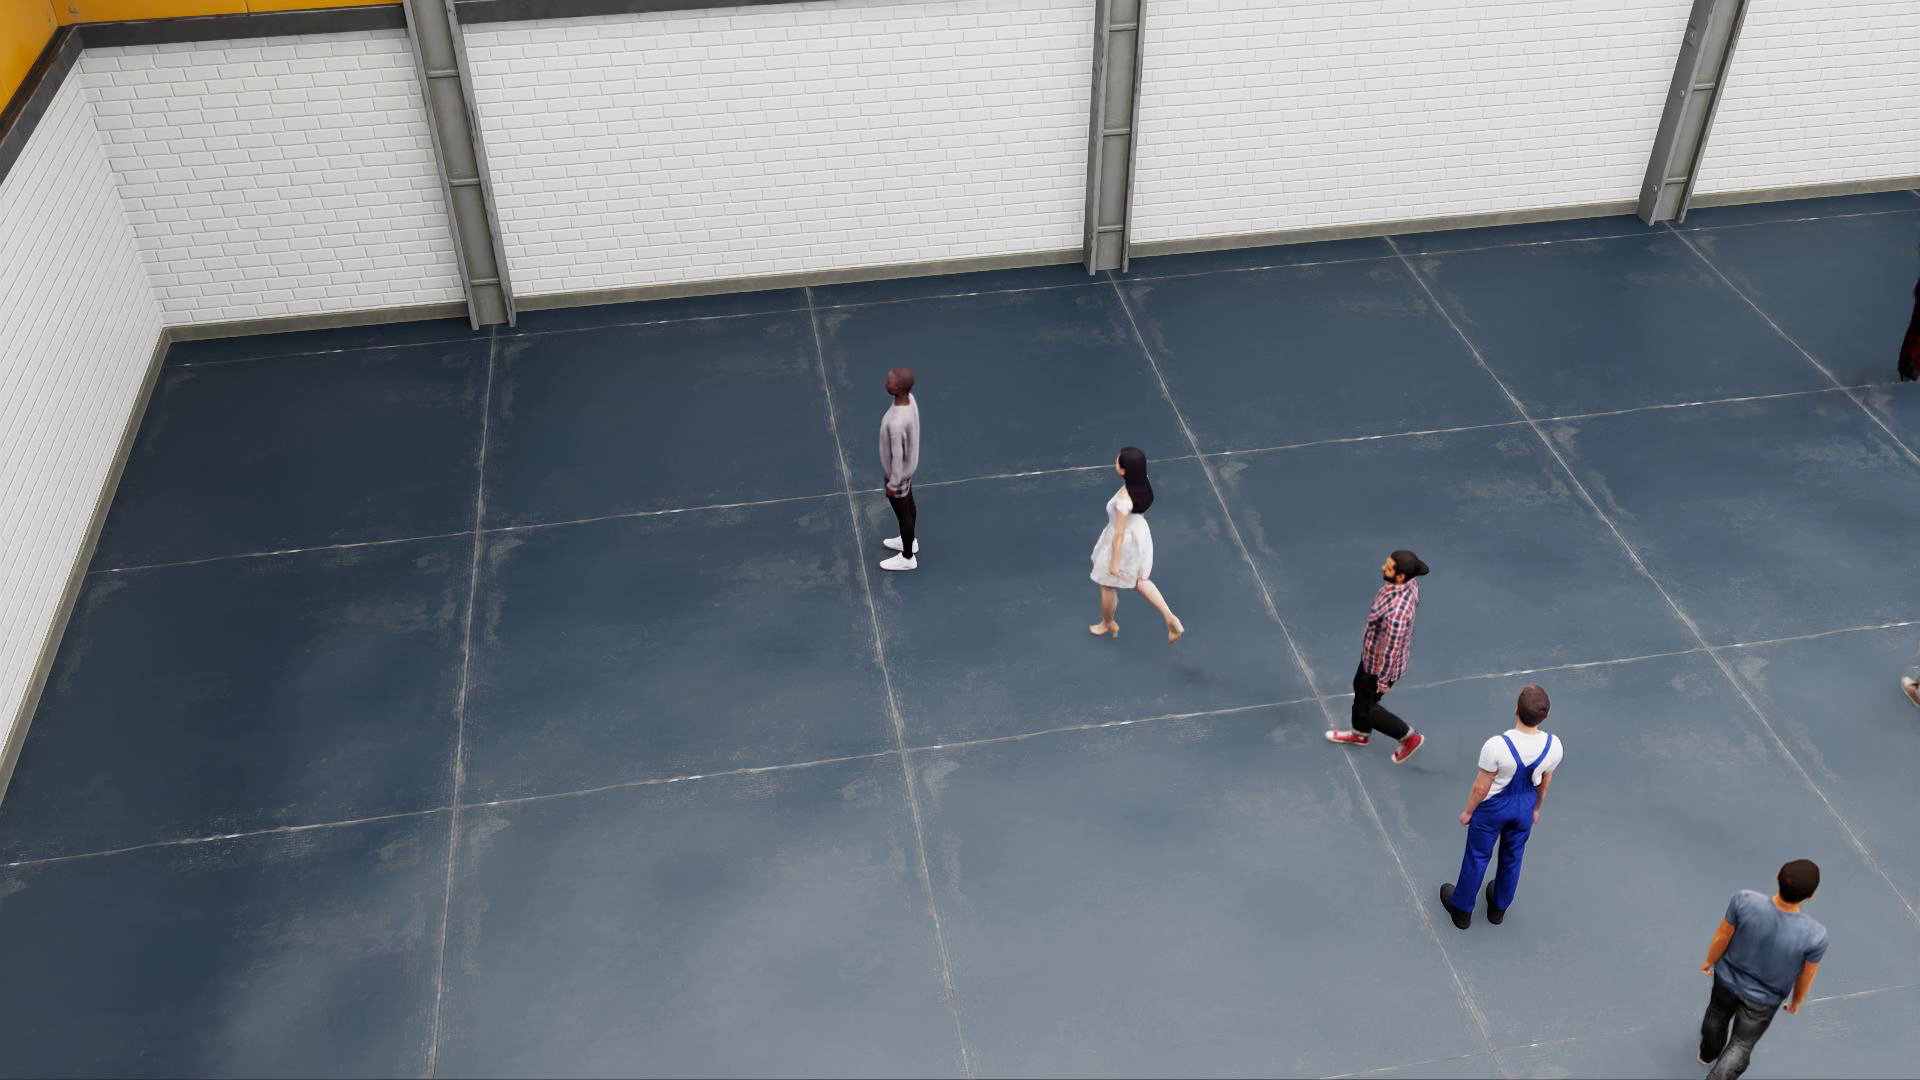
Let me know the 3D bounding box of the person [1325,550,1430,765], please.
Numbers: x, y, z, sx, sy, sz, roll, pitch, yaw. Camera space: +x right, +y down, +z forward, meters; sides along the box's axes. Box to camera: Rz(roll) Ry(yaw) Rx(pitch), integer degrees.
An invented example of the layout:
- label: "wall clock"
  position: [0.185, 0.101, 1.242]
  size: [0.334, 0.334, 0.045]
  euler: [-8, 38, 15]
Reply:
- label: "person"
  position: [2.836, 0.776, 10.882]
  size: [1.003, 1.745, 0.896]
  euler: [10, 40, 12]

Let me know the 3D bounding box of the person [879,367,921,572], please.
- label: "person"
  position: [-0.434, -0.547, 12.517]
  size: [0.626, 1.772, 0.667]
  euler: [3, 39, 4]

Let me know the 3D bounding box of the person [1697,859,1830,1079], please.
- label: "person"
  position: [4.168, 2.392, 8.825]
  size: [1.051, 1.787, 1.156]
  euler: [28, 46, 30]

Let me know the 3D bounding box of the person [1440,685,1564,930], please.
- label: "person"
  position: [3.200, 1.581, 9.790]
  size: [0.535, 1.850, 0.712]
  euler: [-2, 39, -2]

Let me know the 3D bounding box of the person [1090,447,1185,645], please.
- label: "person"
  position: [1.243, 0.119, 11.701]
  size: [1.068, 1.751, 0.984]
  euler: [21, 43, 24]
